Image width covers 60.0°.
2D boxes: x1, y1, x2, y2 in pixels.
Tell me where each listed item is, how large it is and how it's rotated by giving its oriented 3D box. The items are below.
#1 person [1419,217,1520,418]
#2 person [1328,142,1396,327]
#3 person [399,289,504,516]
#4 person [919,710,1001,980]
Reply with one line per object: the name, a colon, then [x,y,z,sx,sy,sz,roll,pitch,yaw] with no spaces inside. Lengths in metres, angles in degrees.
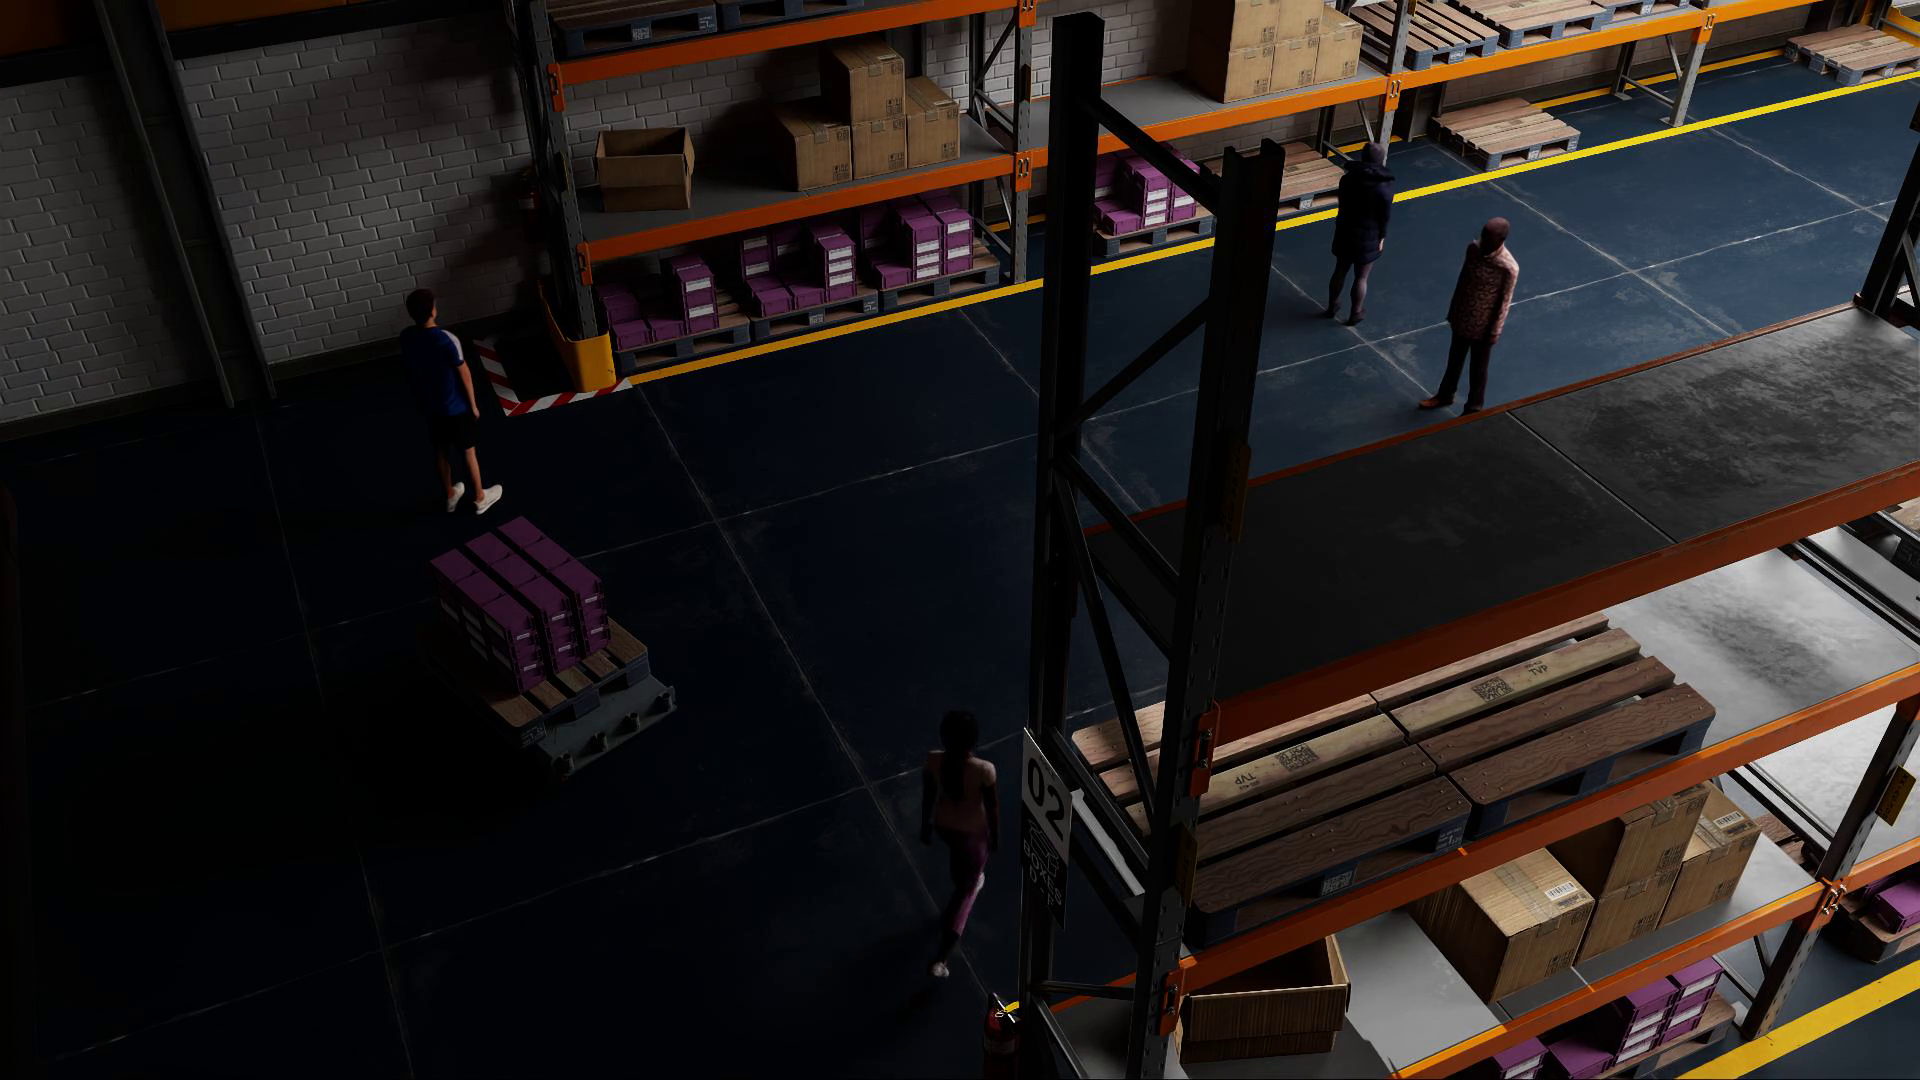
person: [4.103,-1.758,13.197,0.609,1.811,0.699,-20,43,-23]
person: [3.459,-2.661,14.438,0.771,1.674,0.790,27,46,29]
person: [-3.798,-1.011,12.218,0.714,1.865,0.802,7,39,8]
person: [-0.023,1.656,9.005,1.067,1.707,1.168,15,41,18]
